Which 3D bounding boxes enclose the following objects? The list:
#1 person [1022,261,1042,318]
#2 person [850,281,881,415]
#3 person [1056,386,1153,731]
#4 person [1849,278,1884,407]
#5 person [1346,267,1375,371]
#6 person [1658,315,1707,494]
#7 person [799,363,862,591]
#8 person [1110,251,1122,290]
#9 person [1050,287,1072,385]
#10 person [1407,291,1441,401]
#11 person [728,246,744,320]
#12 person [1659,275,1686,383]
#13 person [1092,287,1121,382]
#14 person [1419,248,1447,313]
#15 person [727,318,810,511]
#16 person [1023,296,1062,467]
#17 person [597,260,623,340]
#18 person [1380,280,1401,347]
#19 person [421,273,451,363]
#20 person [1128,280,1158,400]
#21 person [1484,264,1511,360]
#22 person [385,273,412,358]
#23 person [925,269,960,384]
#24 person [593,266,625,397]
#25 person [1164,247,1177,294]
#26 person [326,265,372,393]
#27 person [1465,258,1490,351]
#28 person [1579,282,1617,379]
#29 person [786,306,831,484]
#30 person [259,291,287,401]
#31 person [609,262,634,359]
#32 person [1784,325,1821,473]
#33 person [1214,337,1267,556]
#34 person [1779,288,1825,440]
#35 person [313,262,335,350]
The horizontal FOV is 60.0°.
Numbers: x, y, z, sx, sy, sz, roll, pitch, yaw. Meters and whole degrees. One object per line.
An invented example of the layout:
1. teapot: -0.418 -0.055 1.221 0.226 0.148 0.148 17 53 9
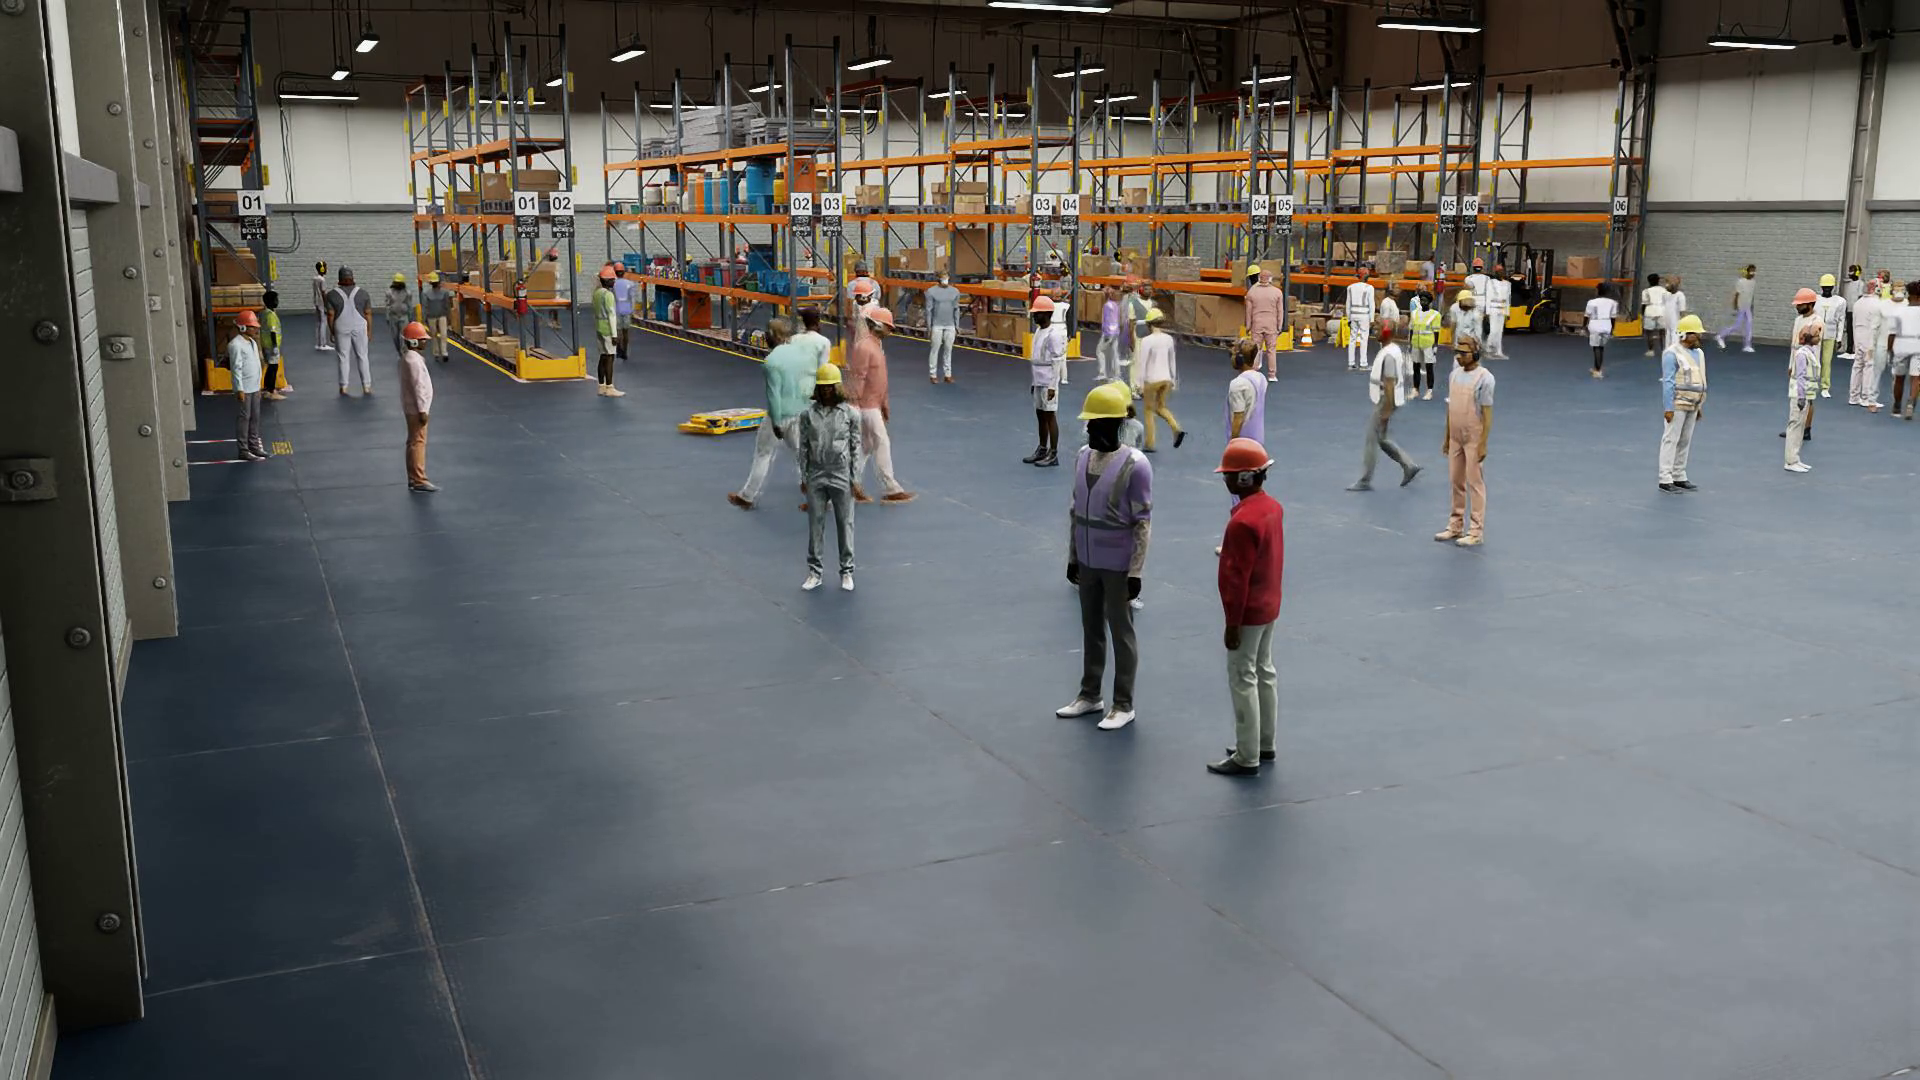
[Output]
1. person: 1.673 -5.715 39.365 0.555 1.735 0.381 -7 13 -32
2. person: -1.244 -2.442 22.097 0.406 1.986 0.604 2 11 12
3. person: 0.812 0.098 9.317 0.369 1.928 0.586 -9 14 -38
4. person: 13.576 -2.936 24.794 0.410 1.909 0.643 -1 11 -6
5. person: 7.359 -4.055 30.536 0.340 1.882 0.585 -10 15 -41
6. person: 7.473 -1.399 17.172 0.588 1.833 0.404 -8 14 -36
7. person: -0.994 -0.477 12.714 0.486 1.744 0.294 1 11 6
8. person: 4.199 -6.813 44.615 0.332 1.864 0.507 -6 13 -28
9. person: 1.624 -3.430 27.984 0.514 1.641 0.309 1 11 6
10. person: 7.155 -2.996 25.658 0.319 1.694 0.533 -10 15 -42
11. person: -6.078 -6.952 44.972 0.638 1.991 1.016 0 11 1
12. person: 12.105 -3.549 28.105 0.445 1.831 0.551 -1 11 -3
13. person: 2.496 -3.508 28.415 0.592 1.620 0.550 5 12 24
14. person: 11.494 -6.050 40.276 0.683 2.000 0.538 -2 11 -11
15. person: -1.744 -1.194 16.062 1.019 1.875 0.617 6 13 27
16. person: 0.950 -1.803 18.954 0.360 1.939 0.543 -5 12 -22
17. person: -8.009 -5.455 37.846 0.600 1.813 0.855 -8 14 -37
18. person: 6.682 -3.119 25.878 0.345 1.847 0.506 4 12 21
19. person: -10.102 -4.280 32.095 0.550 1.711 0.918 -4 12 -21
20. person: 2.826 -3.095 25.749 0.567 1.848 0.389 -9 14 -37
21. person: 10.523 -4.458 32.618 0.693 1.873 0.373 -5 12 -25
22. person: -10.878 -4.325 32.309 0.491 1.729 0.604 -2 11 -12
23. person: -0.285 -3.610 28.138 0.629 1.940 0.377 -4 12 -21
24. person: -5.516 -3.265 26.116 0.382 2.041 0.616 -8 14 -35
25. person: 6.438 -8.093 51.201 0.429 1.837 0.625 -11 16 -44
26. person: -9.791 -3.375 26.685 0.682 2.000 0.537 -5 12 -23
27. person: 10.752 -4.898 34.686 0.546 1.938 0.360 -1 11 -5
28. person: 11.162 -3.676 29.166 0.547 1.655 0.828 -1 11 -7
29. person: -1.617 -1.536 17.728 0.614 1.893 0.486 7 13 32
30. person: -10.604 -2.986 25.613 0.320 1.688 0.541 -8 14 -35
31. person: -6.690 -4.519 32.817 0.546 1.923 0.393 -3 12 -16
32. person: 9.434 -1.586 18.613 0.309 1.641 0.512 7 13 33
33. person: 2.372 -0.775 13.967 0.336 1.845 0.514 8 14 35
34. person: 10.712 -2.229 21.163 0.391 1.927 0.546 -1 11 -3
35. person: -13.480 -4.939 35.114 0.332 1.859 0.514 -9 15 -40
